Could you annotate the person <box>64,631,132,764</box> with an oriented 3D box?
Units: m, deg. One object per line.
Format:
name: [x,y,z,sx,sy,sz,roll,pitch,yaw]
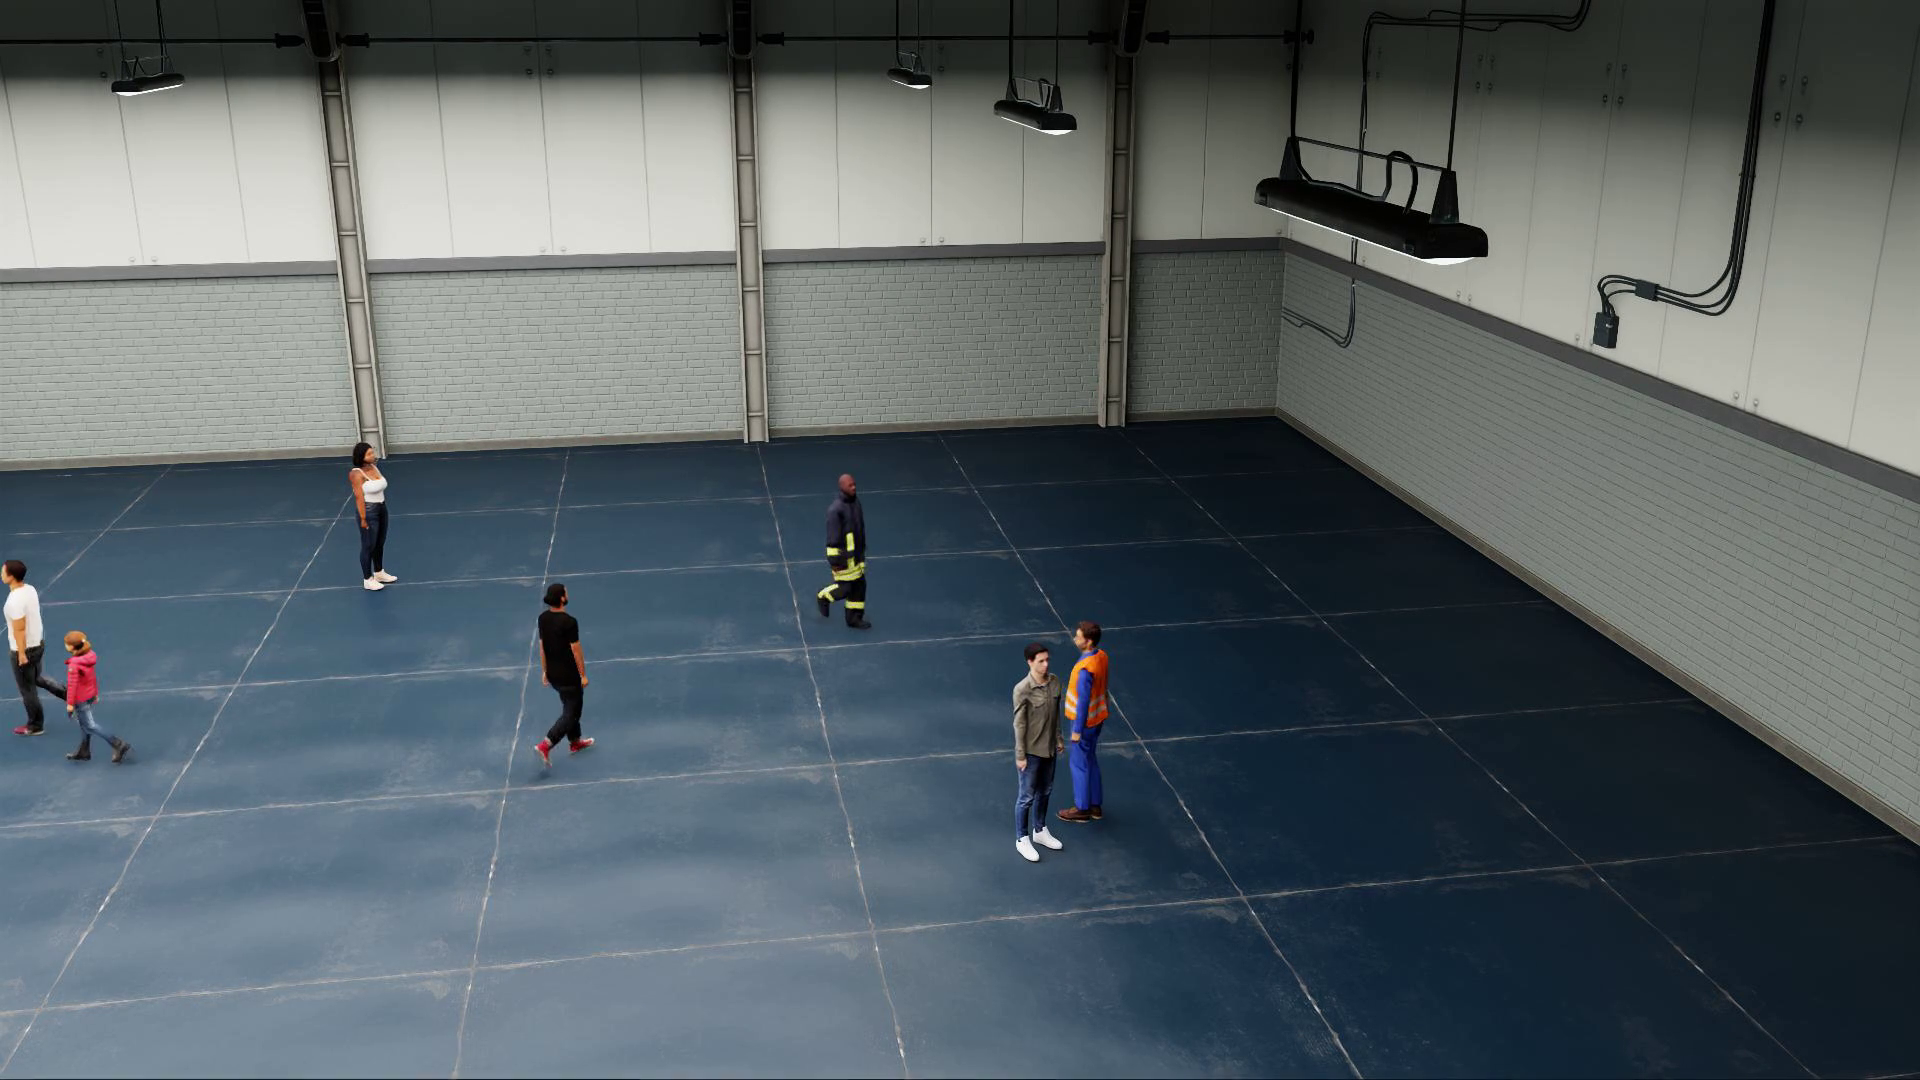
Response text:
person: [-8.118,1.485,15.541,0.868,1.299,0.537,-2,18,-5]

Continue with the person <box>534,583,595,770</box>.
person: [-3.732,1.277,15.471,1.029,1.737,1.104,13,22,34]

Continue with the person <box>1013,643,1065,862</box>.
person: [0.637,1.730,13.874,0.736,1.865,0.853,-17,24,-41]

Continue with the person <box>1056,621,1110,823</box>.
person: [1.089,1.567,14.381,0.846,1.861,0.838,9,20,25]

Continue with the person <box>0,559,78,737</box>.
person: [-8.954,1.031,16.130,0.868,1.796,0.635,-3,18,-10]

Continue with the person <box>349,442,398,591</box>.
person: [-7.179,-0.309,20.225,0.722,1.810,0.722,3,18,11]

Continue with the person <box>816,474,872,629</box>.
person: [-1.343,0.121,18.899,1.126,1.811,1.063,12,21,32]
